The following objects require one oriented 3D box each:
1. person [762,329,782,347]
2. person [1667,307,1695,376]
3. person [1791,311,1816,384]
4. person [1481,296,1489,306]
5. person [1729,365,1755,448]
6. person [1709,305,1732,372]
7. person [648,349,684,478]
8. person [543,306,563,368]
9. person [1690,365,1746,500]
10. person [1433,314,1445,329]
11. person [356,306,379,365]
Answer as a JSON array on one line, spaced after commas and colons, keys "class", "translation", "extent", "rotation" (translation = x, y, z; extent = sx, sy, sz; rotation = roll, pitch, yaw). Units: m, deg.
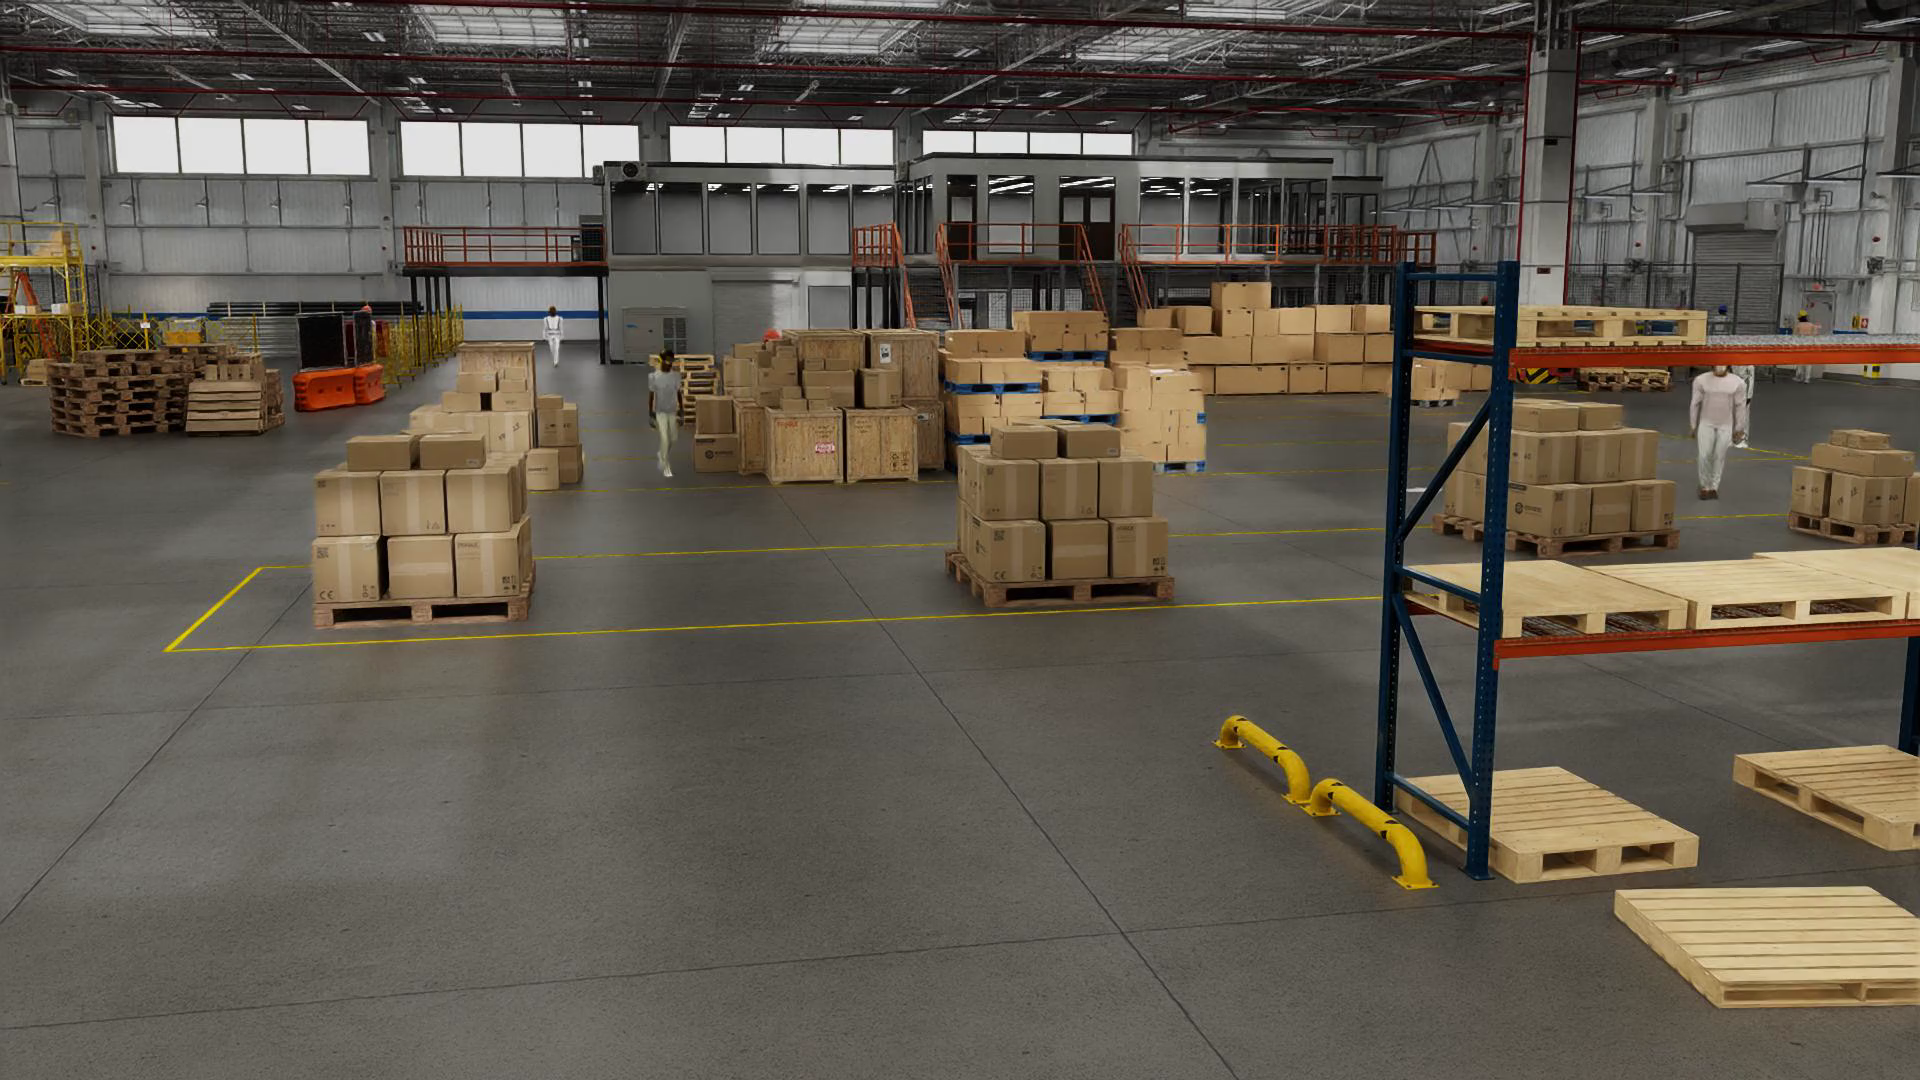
[{"class": "person", "translation": [-3.051, -2.444, 27.207], "extent": [0.375, 1.997, 0.610], "rotation": [0, 9, -3]}, {"class": "person", "translation": [19.686, -5.408, 45.531], "extent": [0.808, 1.919, 0.553], "rotation": [9, 13, 44]}, {"class": "person", "translation": [21.894, -4.998, 43.146], "extent": [0.704, 1.859, 0.926], "rotation": [1, 9, 8]}, {"class": "person", "translation": [18.377, -7.541, 58.320], "extent": [0.635, 1.977, 0.508], "rotation": [0, 9, 2]}, {"class": "person", "translation": [12.988, -2.399, 27.729], "extent": [0.331, 1.734, 0.489], "rotation": [-3, 10, -17]}, {"class": "person", "translation": [21.591, -5.696, 47.211], "extent": [0.603, 1.937, 0.402], "rotation": [8, 12, 40]}, {"class": "person", "translation": [-4.252, -1.835, 23.957], "extent": [0.536, 1.846, 0.611], "rotation": [-5, 11, -30]}, {"class": "person", "translation": [-12.208, -6.097, 49.949], "extent": [0.589, 1.848, 0.958], "rotation": [-1, 9, -7]}, {"class": "person", "translation": [9.742, -1.448, 21.378], "extent": [0.653, 1.913, 0.810], "rotation": [3, 10, 19]}, {"class": "person", "translation": [13.854, -5.849, 48.543], "extent": [0.849, 1.814, 0.633], "rotation": [-6, 11, -32]}, {"class": "person", "translation": [-14.953, -4.892, 42.021], "extent": [0.609, 2.034, 0.397], "rotation": [3, 10, 16]}]
